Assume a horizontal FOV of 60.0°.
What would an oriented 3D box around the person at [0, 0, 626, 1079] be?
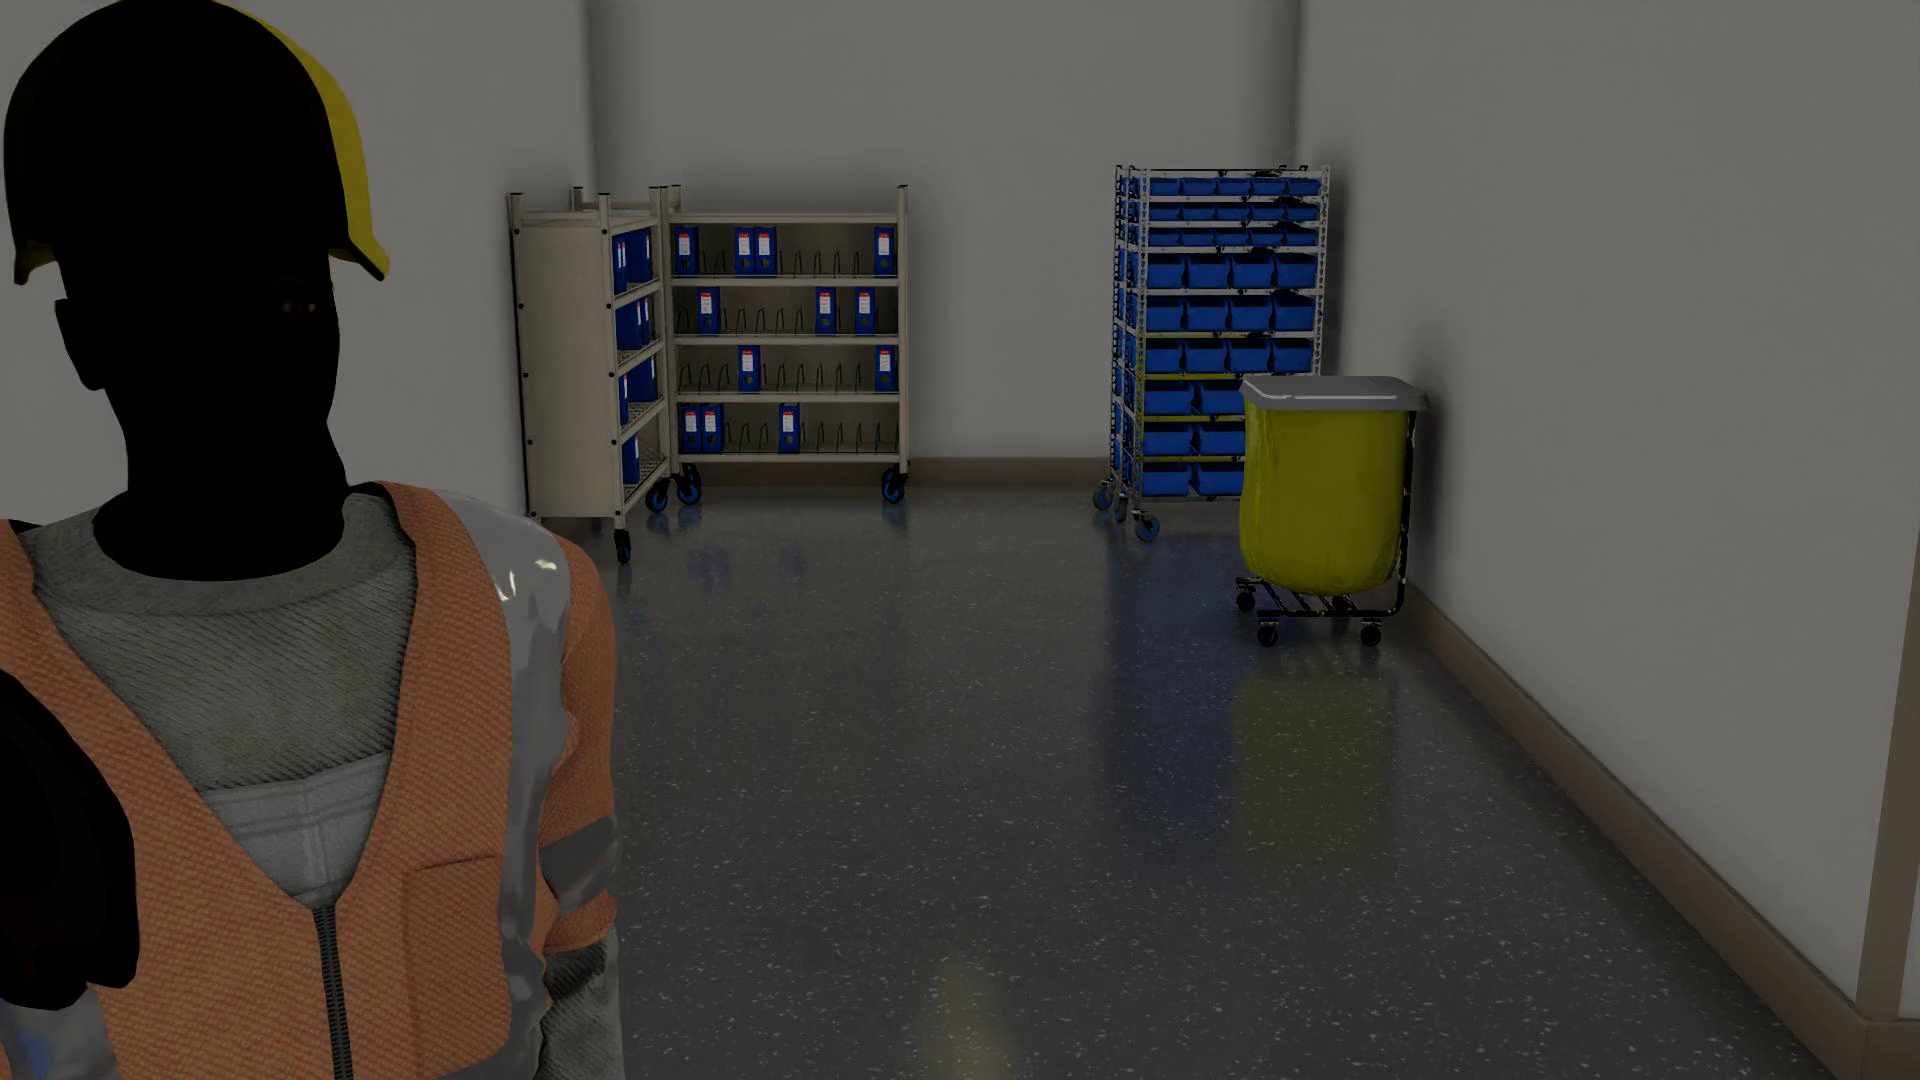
[{"bbox_3d":[-0.487,0.604,1.243,0.587,1.928,0.363,-11,17,-40],"label":"person"}]
